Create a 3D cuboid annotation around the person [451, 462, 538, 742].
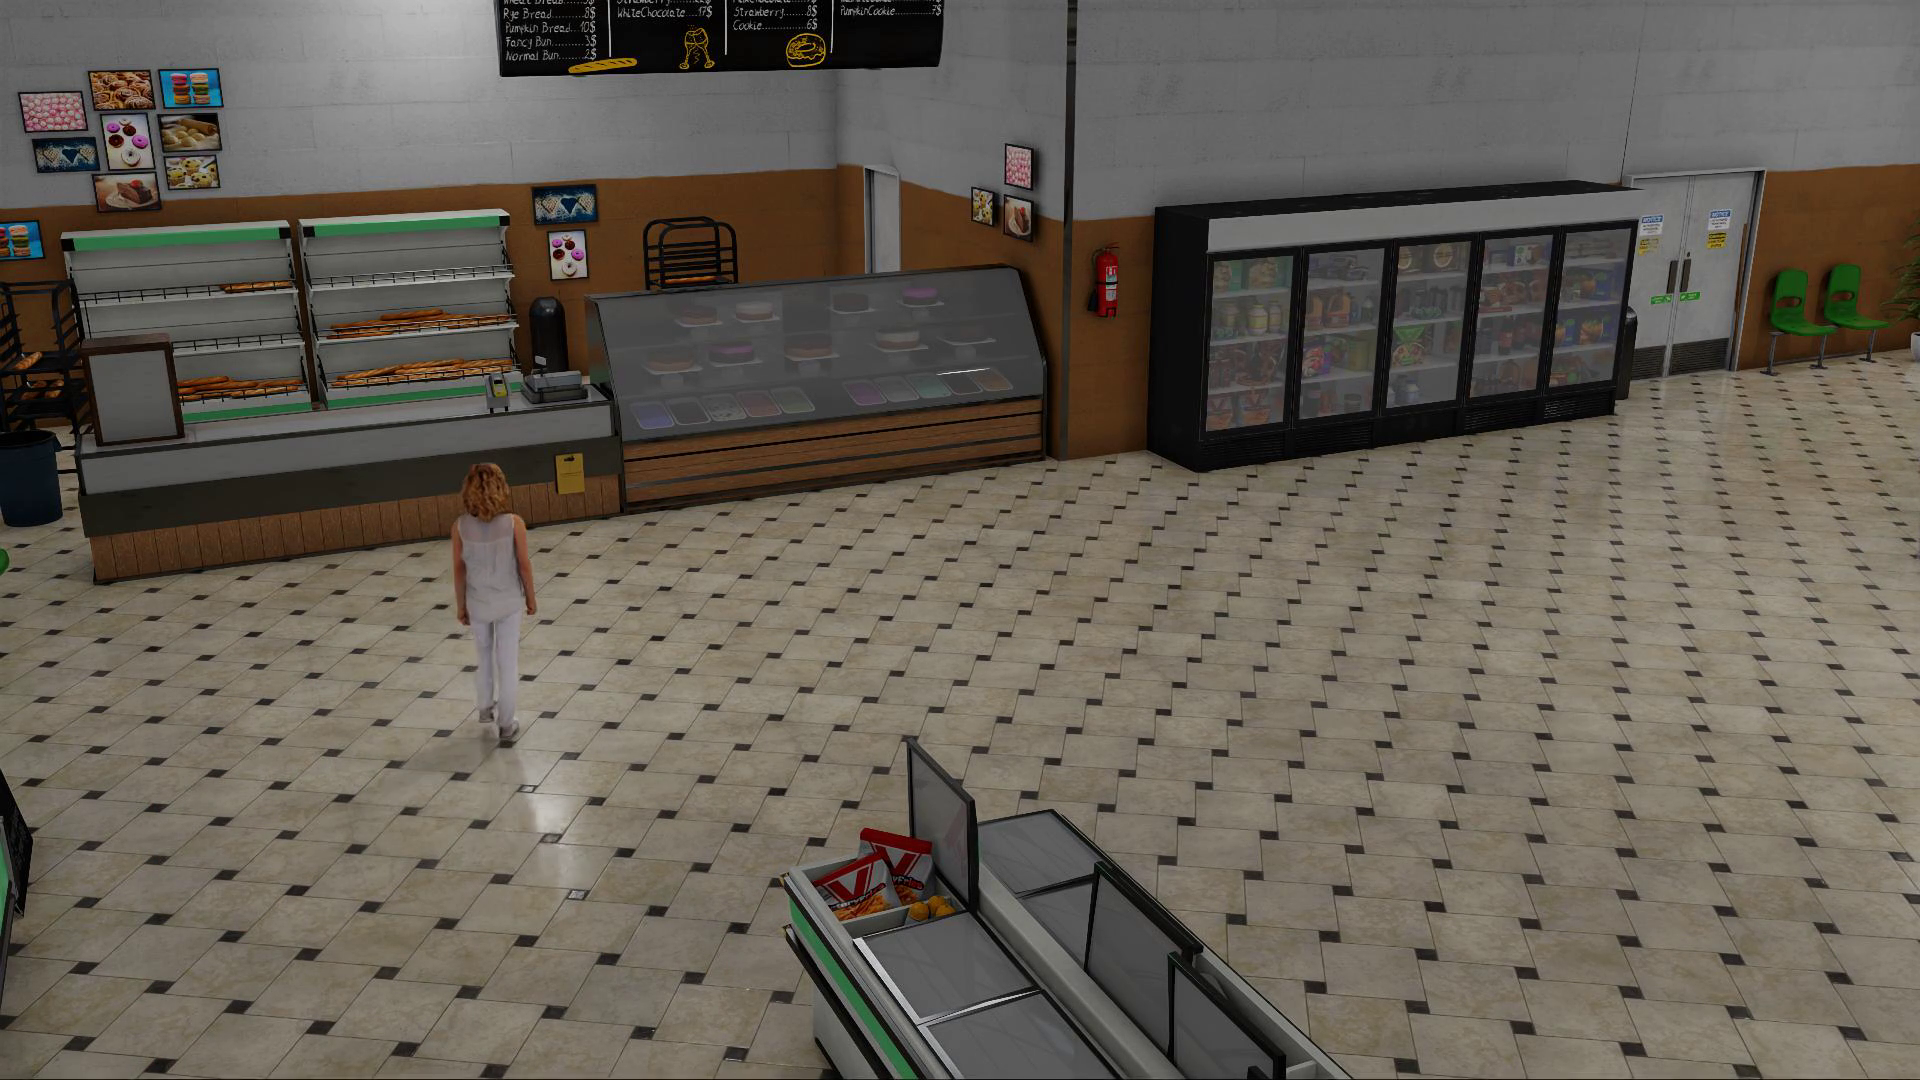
[{"bbox_3d":[-2.721,0.385,9.632,0.670,1.662,0.679,0,19,0],"label":"person"}]
